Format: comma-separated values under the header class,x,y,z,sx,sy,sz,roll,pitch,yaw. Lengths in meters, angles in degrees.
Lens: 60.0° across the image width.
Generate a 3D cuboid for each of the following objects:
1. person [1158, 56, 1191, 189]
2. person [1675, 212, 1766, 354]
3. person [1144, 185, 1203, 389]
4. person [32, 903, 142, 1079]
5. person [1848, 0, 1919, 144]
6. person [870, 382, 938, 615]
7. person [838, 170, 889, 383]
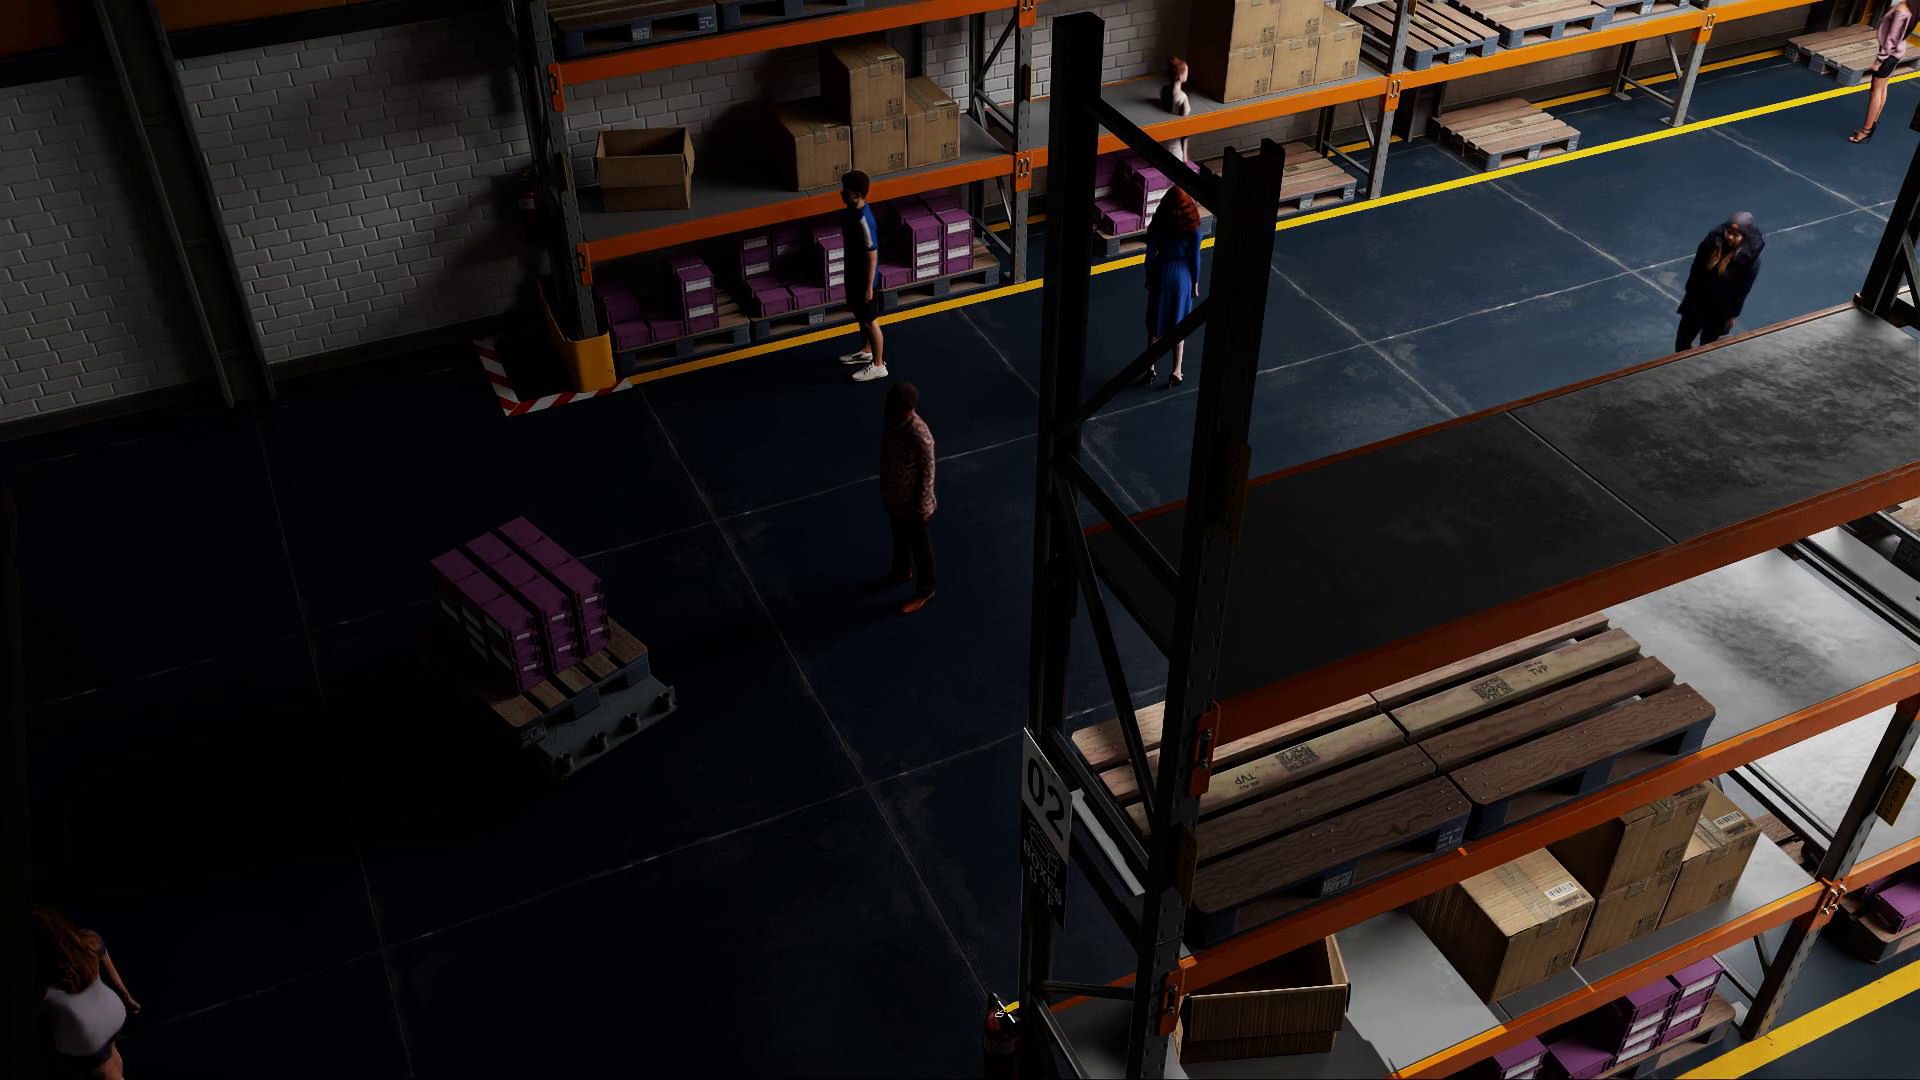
class,x,y,z,sx,sy,sz,roll,pitch,yaw
person,1.954,-3.672,15.610,0.507,1.791,0.561,-18,42,-21
person,6.176,-1.952,13.558,0.768,1.664,0.765,-31,48,-33
person,1.712,-2.051,13.550,0.700,1.829,0.766,11,40,14
person,-4.162,2.412,8.070,1.074,1.693,1.020,14,41,16
person,9.646,-5.002,17.259,0.747,1.812,0.599,30,47,32
person,-0.349,-0.326,11.407,0.641,1.807,0.707,-23,44,-26
person,-0.804,-2.181,13.683,0.577,1.865,0.666,-14,41,-17
